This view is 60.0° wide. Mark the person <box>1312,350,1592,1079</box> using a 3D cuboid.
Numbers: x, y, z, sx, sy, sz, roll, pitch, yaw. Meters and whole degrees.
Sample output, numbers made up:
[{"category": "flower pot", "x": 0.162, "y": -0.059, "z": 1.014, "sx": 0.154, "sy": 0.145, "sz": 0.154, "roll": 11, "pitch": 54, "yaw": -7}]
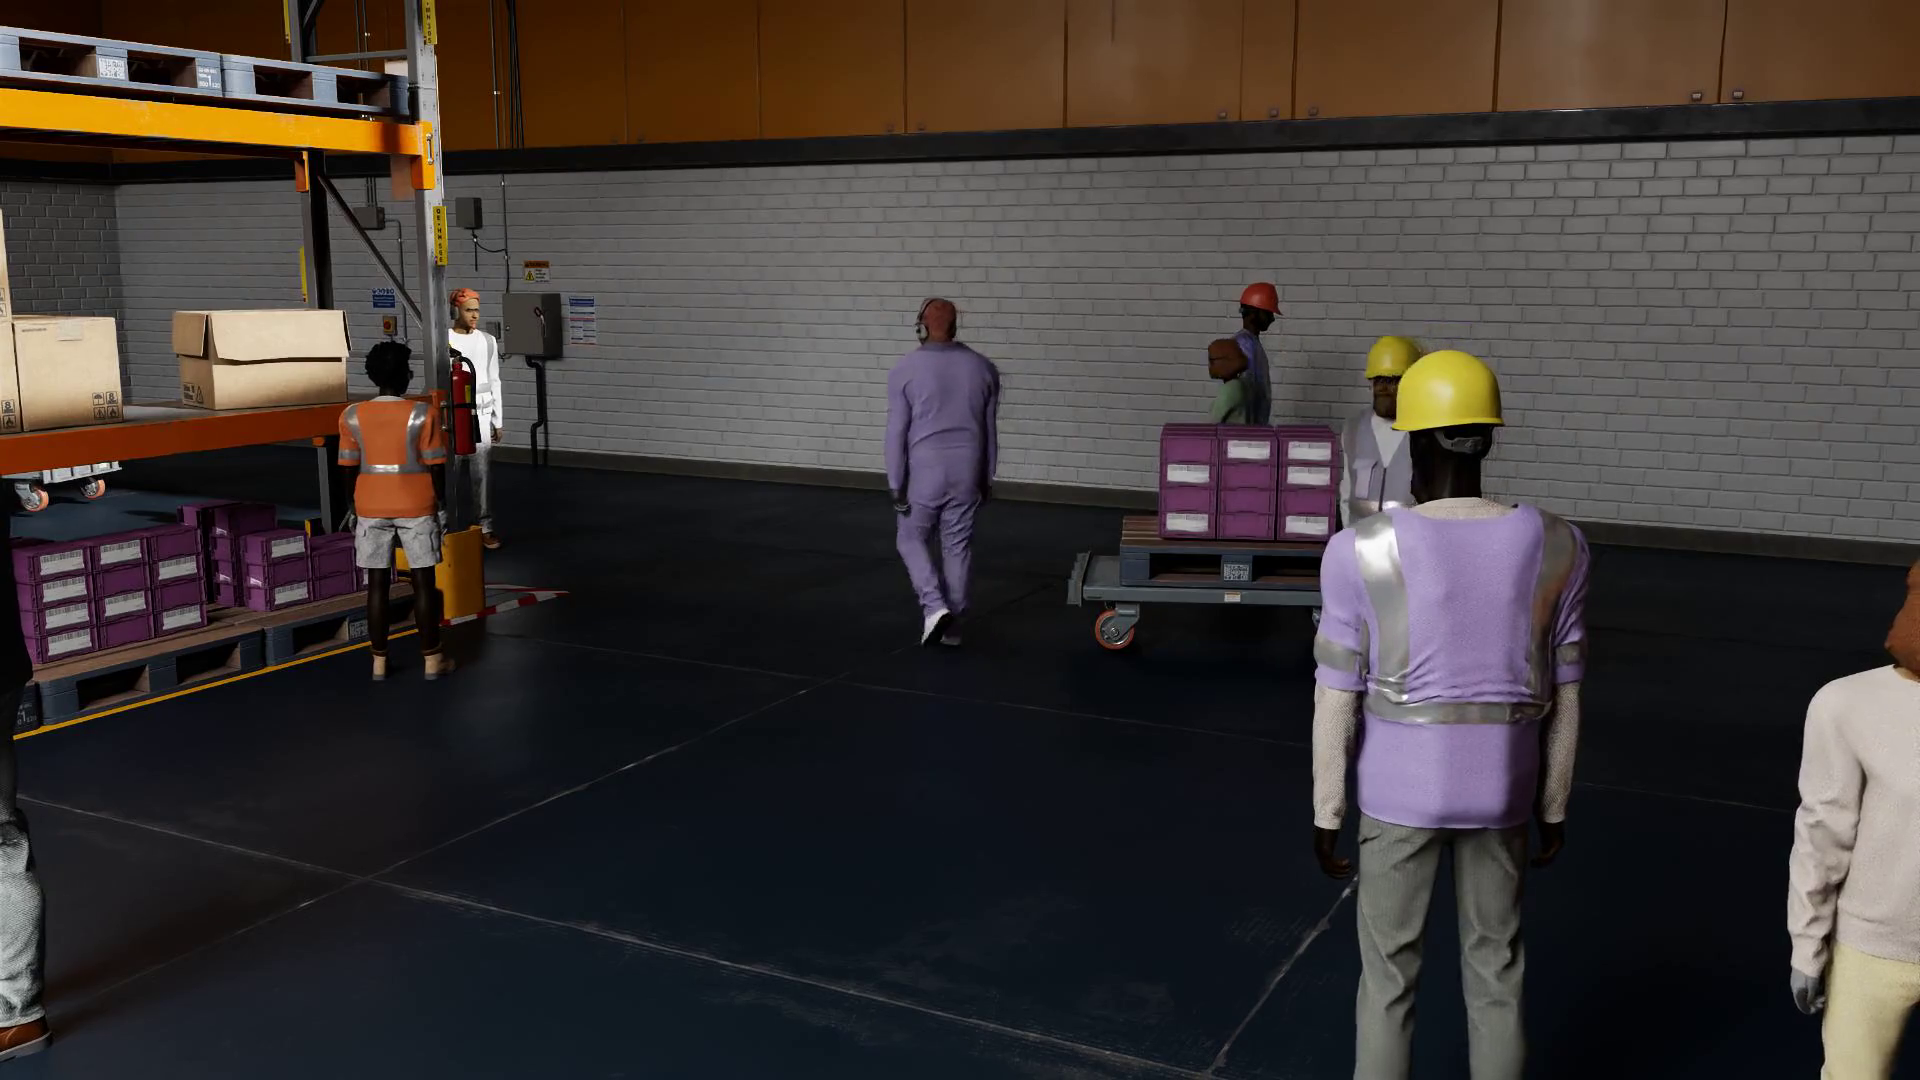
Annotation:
[{"category": "person", "x": 1.059, "y": 0.546, "z": 3.678, "sx": 0.592, "sy": 1.919, "sz": 0.398, "roll": 0, "pitch": 10, "yaw": 0}]

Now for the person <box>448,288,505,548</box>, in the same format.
[{"category": "person", "x": -3.524, "y": -0.850, "z": 11.876, "sx": 0.348, "sy": 1.879, "sz": 0.580, "roll": 9, "pitch": 13, "yaw": 43}]

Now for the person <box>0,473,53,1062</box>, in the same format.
[{"category": "person", "x": -2.633, "y": 0.419, "z": 4.353, "sx": 0.371, "sy": 1.938, "sz": 0.627, "roll": -6, "pitch": 11, "yaw": -30}]

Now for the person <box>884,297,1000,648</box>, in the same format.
[{"category": "person", "x": -0.090, "y": -0.337, "z": 8.859, "sx": 0.658, "sy": 1.891, "sz": 0.478, "roll": -4, "pitch": 11, "yaw": -22}]

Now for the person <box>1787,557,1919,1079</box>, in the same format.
[{"category": "person", "x": 1.813, "y": 0.788, "z": 3.117, "sx": 0.492, "sy": 1.626, "sz": 0.284, "roll": 3, "pitch": 10, "yaw": 18}]

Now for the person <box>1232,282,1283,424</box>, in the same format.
[{"category": "person", "x": 1.969, "y": -0.767, "z": 11.242, "sx": 0.372, "sy": 1.928, "sz": 0.543, "roll": 1, "pitch": 10, "yaw": 6}]

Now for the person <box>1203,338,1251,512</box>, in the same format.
[{"category": "person", "x": 1.565, "y": -0.453, "z": 10.382, "sx": 0.847, "sy": 1.587, "sz": 0.508, "roll": 3, "pitch": 10, "yaw": 16}]

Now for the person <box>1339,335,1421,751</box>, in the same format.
[{"category": "person", "x": 1.910, "y": 0.010, "z": 7.162, "sx": 0.597, "sy": 1.793, "sz": 0.927, "roll": 7, "pitch": 12, "yaw": 36}]

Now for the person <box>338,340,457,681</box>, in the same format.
[{"category": "person", "x": -2.796, "y": -0.139, "z": 8.268, "sx": 0.533, "sy": 1.698, "sz": 0.322, "roll": 0, "pitch": 10, "yaw": 1}]
